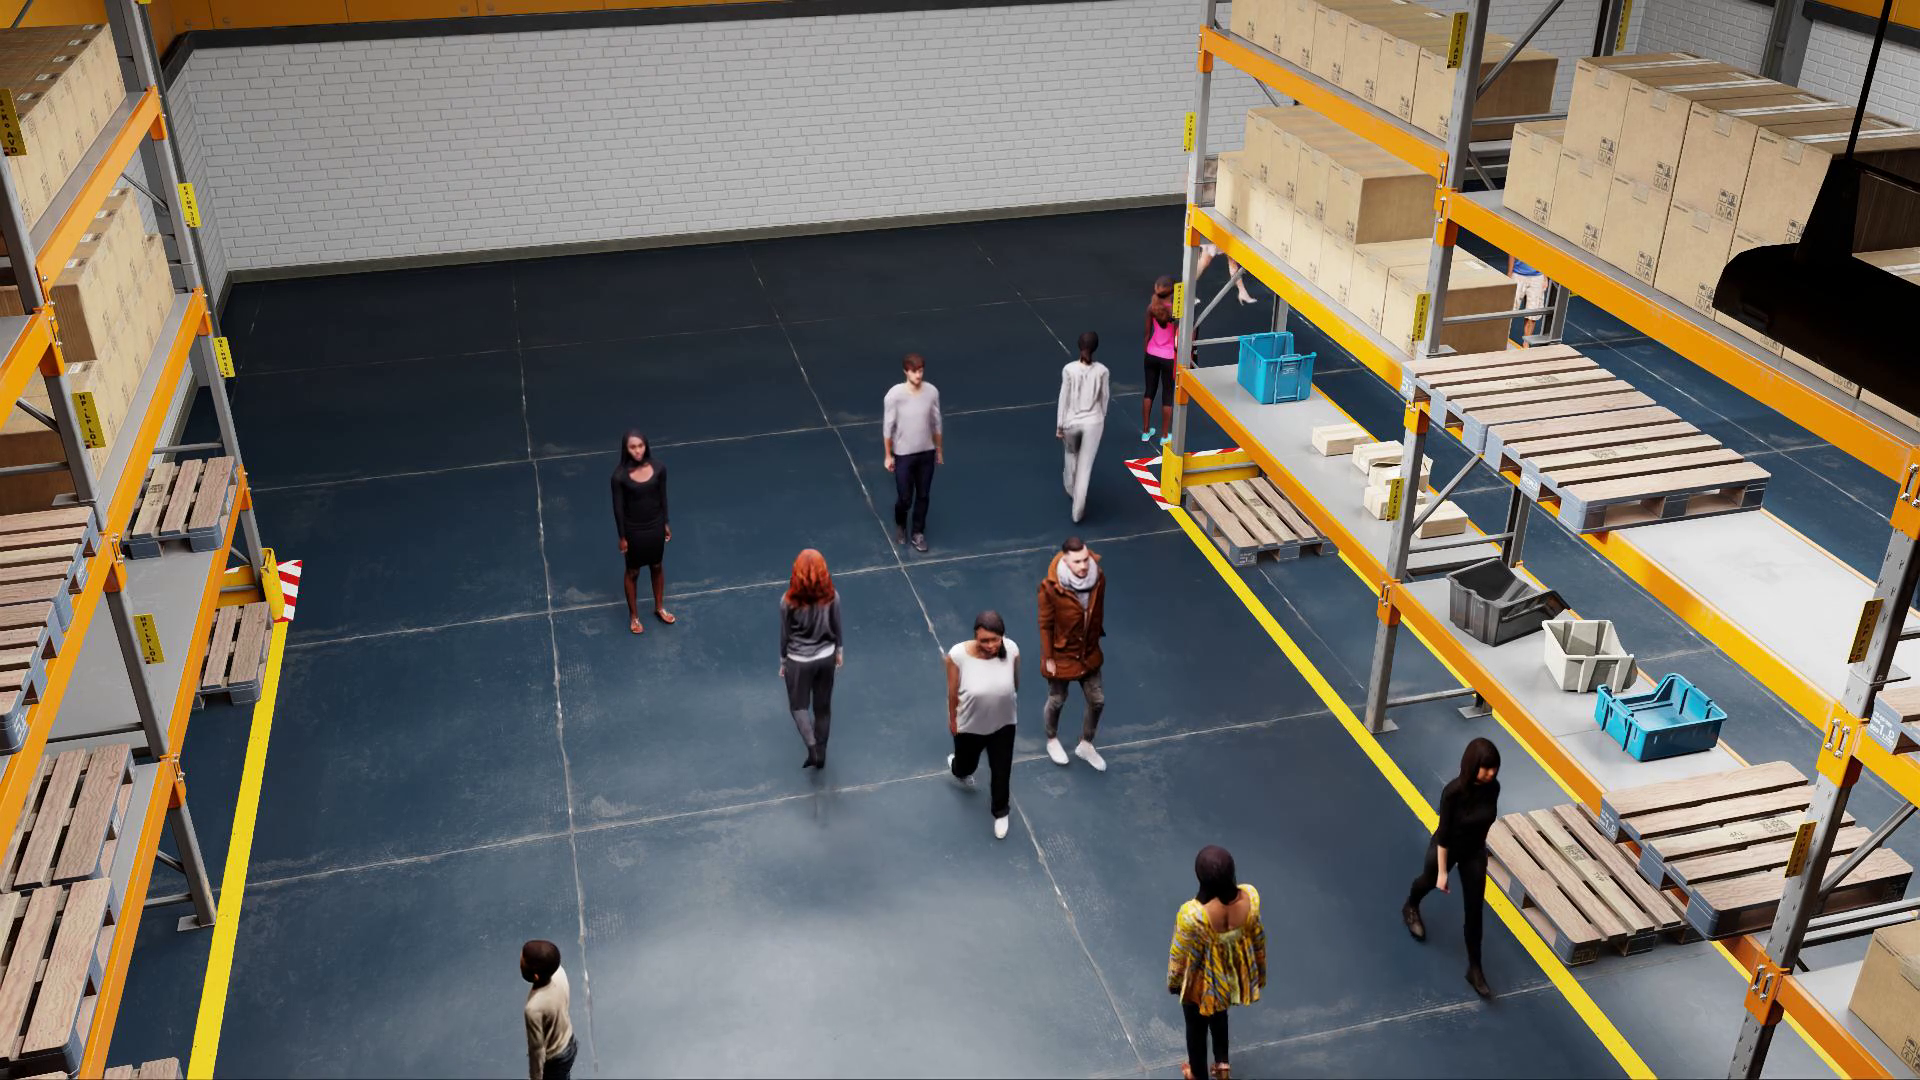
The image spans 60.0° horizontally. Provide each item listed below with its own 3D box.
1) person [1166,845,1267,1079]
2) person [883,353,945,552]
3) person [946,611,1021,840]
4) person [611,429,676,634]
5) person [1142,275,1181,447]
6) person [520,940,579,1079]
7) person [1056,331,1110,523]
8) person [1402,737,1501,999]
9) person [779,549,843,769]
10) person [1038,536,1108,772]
[{"bbox_3d":[1.379,2.357,8.868,0.761,1.647,0.790,-13,31,-22],"label":"person"},{"bbox_3d":[-0.438,-0.790,14.441,0.720,1.836,0.684,-11,31,-20],"label":"person"},{"bbox_3d":[0.152,1.148,11.067,0.695,1.664,0.933,-6,29,-11],"label":"person"},{"bbox_3d":[-2.526,-0.085,13.269,0.663,1.720,0.607,-16,33,-27],"label":"person"},{"bbox_3d":[1.979,-1.775,16.363,0.651,1.724,0.723,19,34,31],"label":"person"},{"bbox_3d":[-2.056,2.632,8.541,0.771,1.478,0.772,4,29,7],"label":"person"},{"bbox_3d":[1.090,-0.973,14.869,0.836,1.746,1.018,4,29,7],"label":"person"},{"bbox_3d":[2.902,1.825,9.896,0.585,1.597,1.064,-7,29,-12],"label":"person"},{"bbox_3d":[-1.007,0.888,11.438,0.614,1.766,0.684,-9,30,-15],"label":"person"},{"bbox_3d":[0.730,0.748,11.636,0.783,1.820,0.815,-14,31,-23],"label":"person"}]
